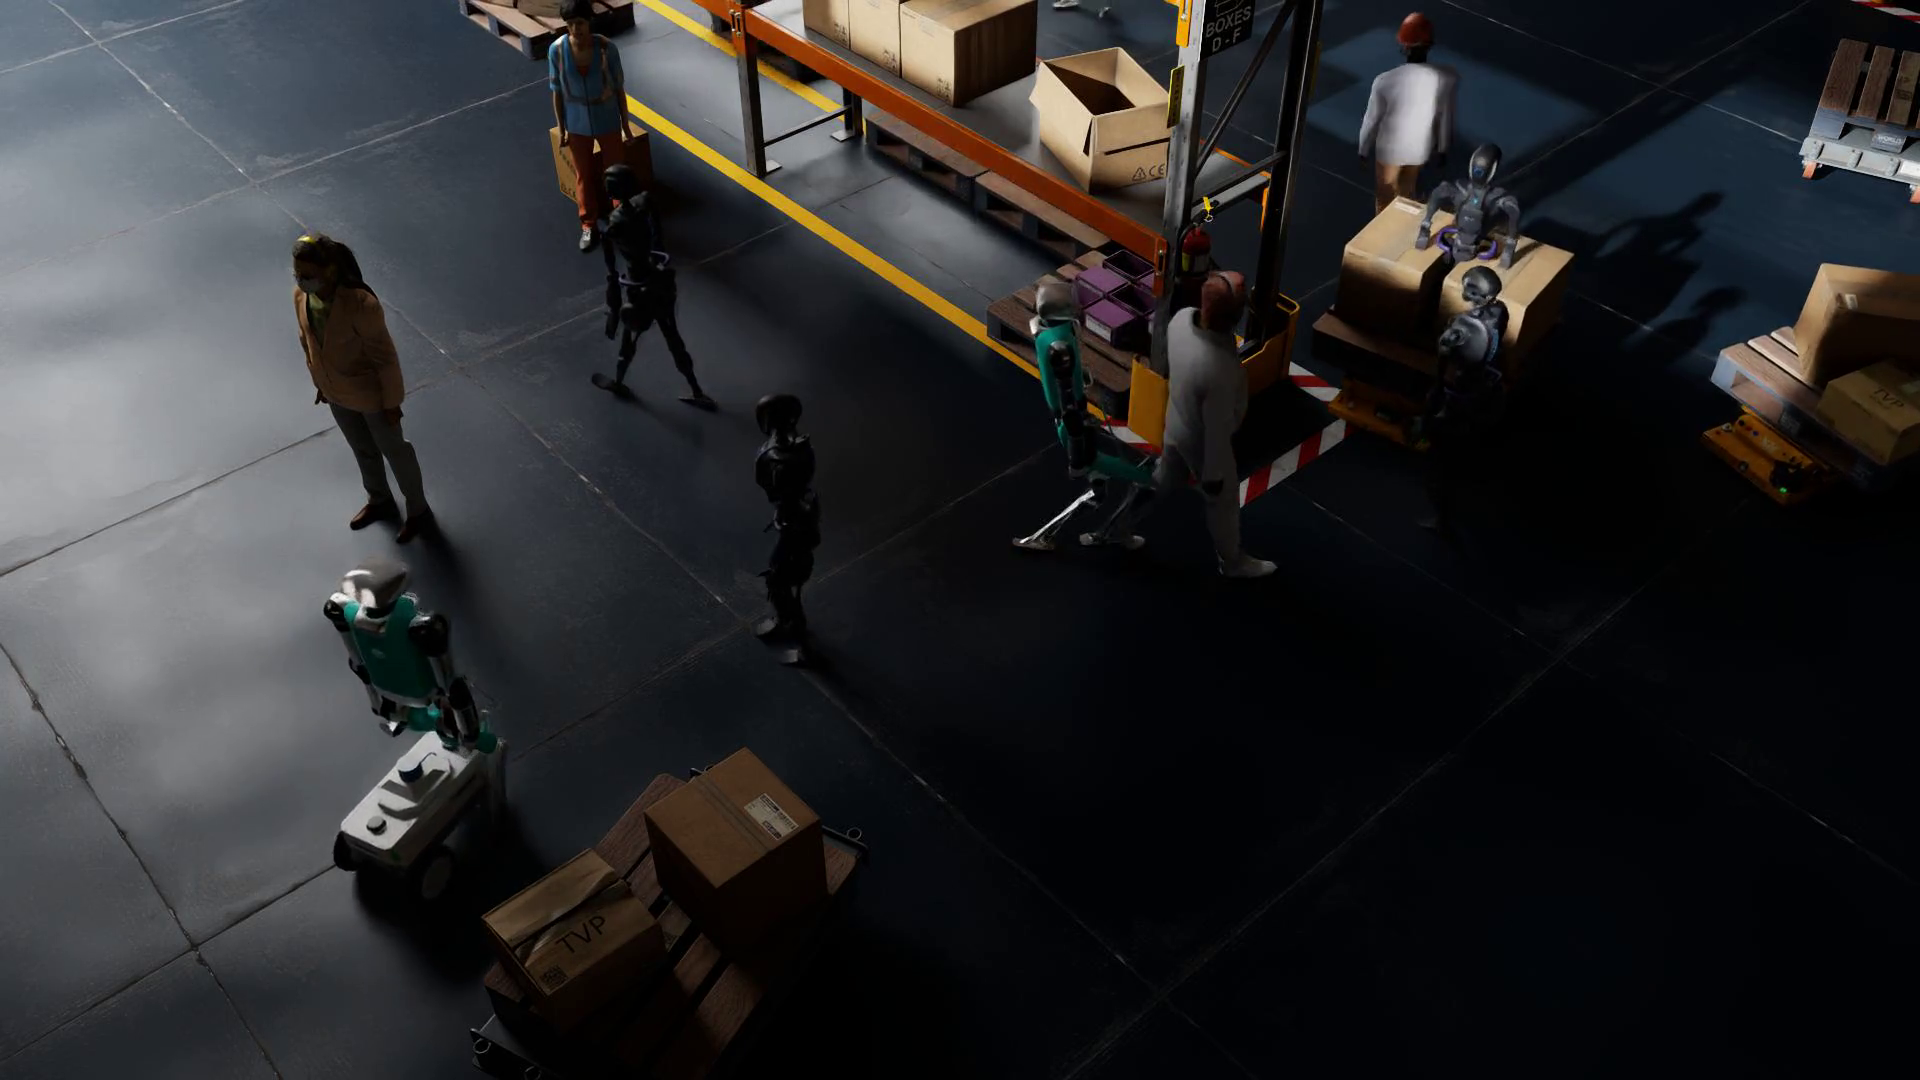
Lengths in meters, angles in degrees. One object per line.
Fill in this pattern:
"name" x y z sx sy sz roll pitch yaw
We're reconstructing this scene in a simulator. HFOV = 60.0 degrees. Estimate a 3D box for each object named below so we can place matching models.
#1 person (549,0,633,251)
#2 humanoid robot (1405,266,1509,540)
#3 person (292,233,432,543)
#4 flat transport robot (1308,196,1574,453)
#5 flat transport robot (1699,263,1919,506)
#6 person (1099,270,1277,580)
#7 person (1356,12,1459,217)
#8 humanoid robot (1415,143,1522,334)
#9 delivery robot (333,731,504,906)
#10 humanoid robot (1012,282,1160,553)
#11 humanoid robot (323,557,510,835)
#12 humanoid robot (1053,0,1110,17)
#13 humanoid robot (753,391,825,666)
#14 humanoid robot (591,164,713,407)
"person" -2.418 -2.740 10.967 0.494 1.768 0.323 -6 43 -6
"humanoid robot" 2.661 -0.721 8.847 0.599 1.659 0.411 -28 50 -27
"person" -3.170 -0.813 8.794 0.568 1.875 0.397 17 45 18
"flat transport robot" 2.897 -1.072 10.261 0.659 0.231 1.431 27 49 26
"flat transport robot" 5.152 -0.657 9.809 1.431 0.231 0.659 -19 46 -19
"person" 1.212 -0.556 8.529 0.877 1.878 0.681 -7 43 -7
"person" 2.867 -2.580 10.812 0.588 1.730 0.488 -4 43 -5
"humanoid robot" 2.950 -1.590 9.790 0.609 1.653 0.306 16 45 17
"delivery robot" -2.453 1.209 7.558 0.499 0.581 0.768 18 46 19
"humanoid robot" 0.717 -0.566 8.631 0.861 1.776 0.535 -5 43 -6
"humanoid robot" -2.249 0.671 7.302 0.530 1.825 0.656 13 44 14
"humanoid robot" 1.052 -5.162 13.628 0.781 1.786 0.539 -31 51 -29
"humanoid robot" -0.877 -0.010 8.066 0.408 1.653 0.600 -3 43 -3
"humanoid robot" -1.870 -1.475 9.691 0.767 1.625 0.589 17 45 18
